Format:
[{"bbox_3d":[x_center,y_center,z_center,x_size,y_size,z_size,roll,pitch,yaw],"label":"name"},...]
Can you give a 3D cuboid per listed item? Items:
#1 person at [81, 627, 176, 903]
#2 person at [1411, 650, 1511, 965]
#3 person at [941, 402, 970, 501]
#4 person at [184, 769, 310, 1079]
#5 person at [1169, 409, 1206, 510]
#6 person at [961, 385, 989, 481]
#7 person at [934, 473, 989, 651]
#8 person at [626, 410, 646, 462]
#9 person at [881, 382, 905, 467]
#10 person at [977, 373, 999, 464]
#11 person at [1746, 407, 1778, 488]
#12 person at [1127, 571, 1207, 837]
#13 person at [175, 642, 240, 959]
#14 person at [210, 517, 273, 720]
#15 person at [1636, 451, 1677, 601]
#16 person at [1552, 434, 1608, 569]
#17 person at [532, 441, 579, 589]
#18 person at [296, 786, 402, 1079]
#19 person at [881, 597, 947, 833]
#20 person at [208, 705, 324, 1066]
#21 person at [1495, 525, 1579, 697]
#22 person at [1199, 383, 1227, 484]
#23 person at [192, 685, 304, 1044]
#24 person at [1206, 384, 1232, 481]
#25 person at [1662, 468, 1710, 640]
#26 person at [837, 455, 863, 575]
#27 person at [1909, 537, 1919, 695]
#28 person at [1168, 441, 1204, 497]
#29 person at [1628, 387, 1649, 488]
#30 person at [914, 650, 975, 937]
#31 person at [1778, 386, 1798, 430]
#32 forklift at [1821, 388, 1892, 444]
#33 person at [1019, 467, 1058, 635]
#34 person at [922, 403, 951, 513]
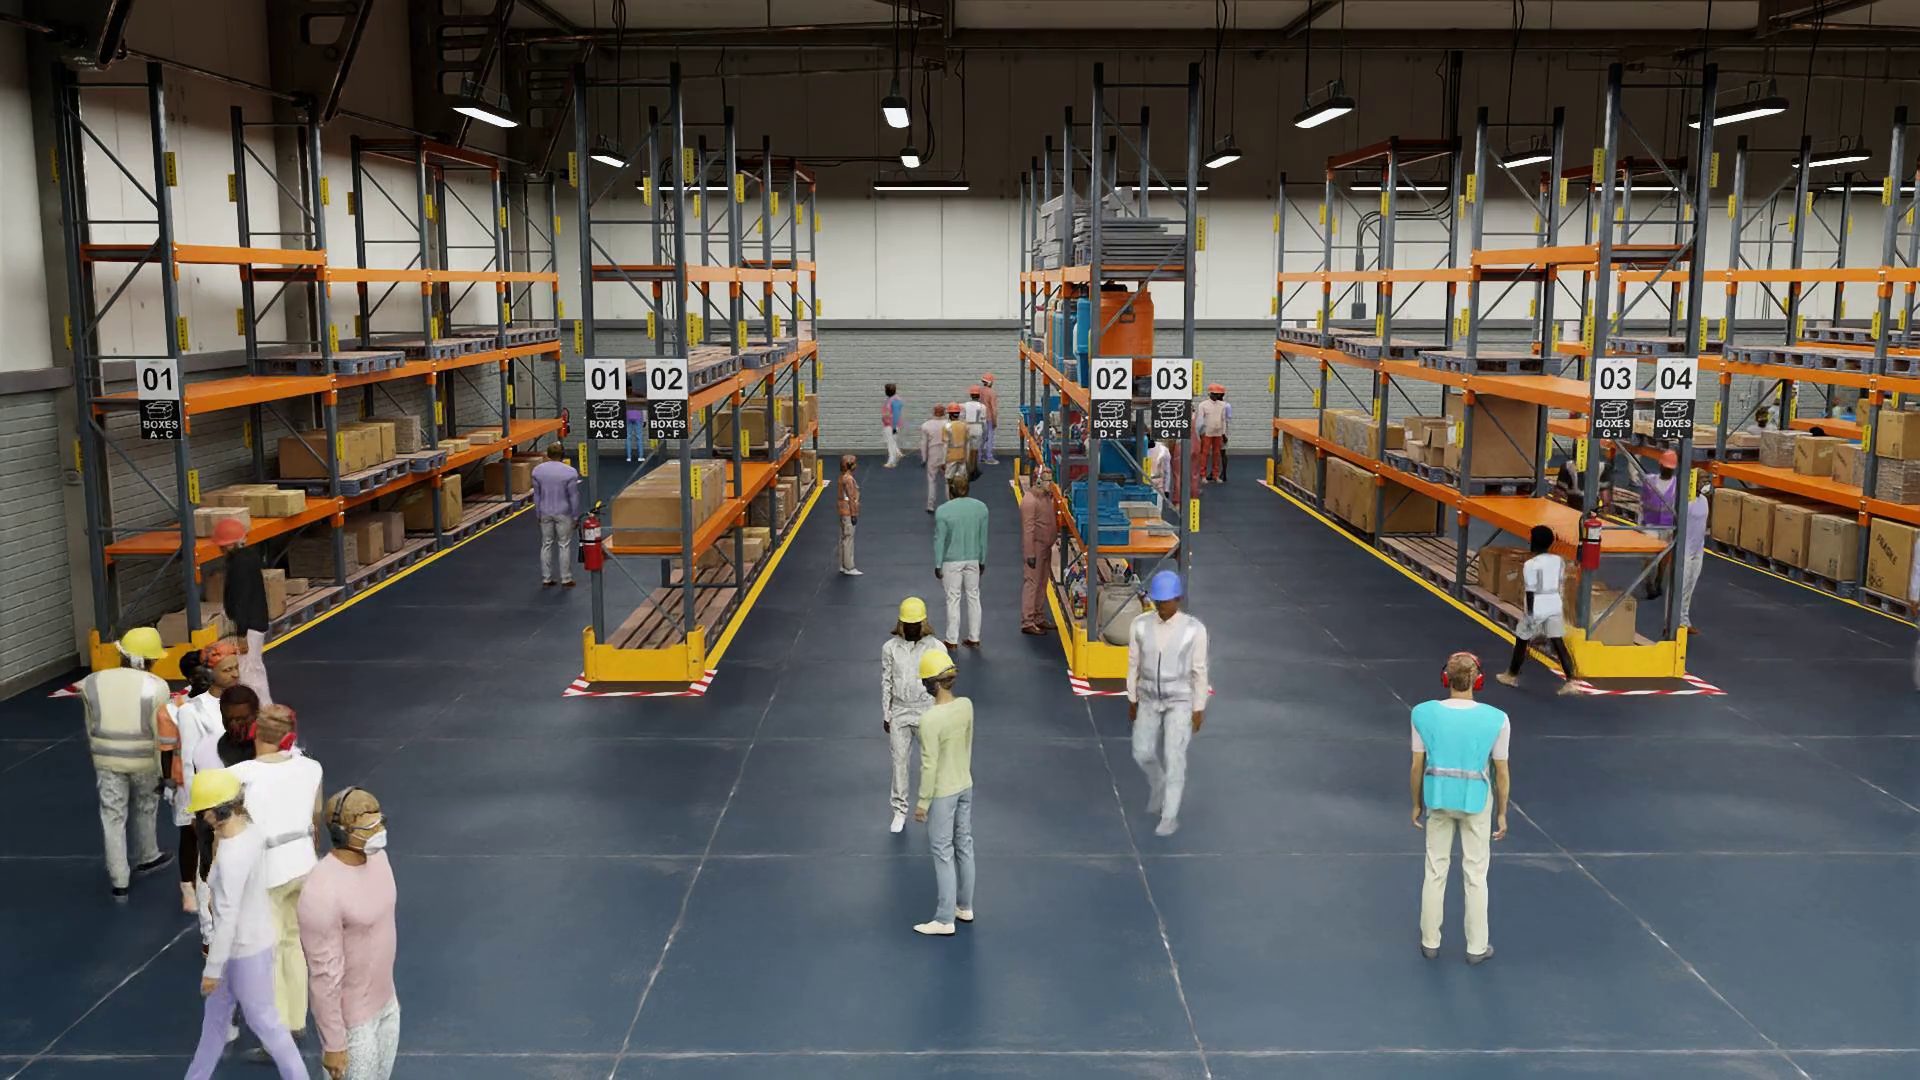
[{"bbox_3d":[-5.392,1.430,10.856,0.571,1.761,0.841,-2,9,-11],"label":"person"},{"bbox_3d":[2.902,1.563,9.703,0.566,1.849,0.390,4,10,24],"label":"person"},{"bbox_3d":[-0.095,-1.388,28.410,0.551,1.932,0.378,-5,10,-31],"label":"person"},{"bbox_3d":[-3.486,1.919,7.802,0.843,1.725,0.550,-3,9,-20],"label":"person"},{"bbox_3d":[3.912,-1.539,29.046,0.689,2.000,0.539,-3,9,-19],"label":"person"},{"bbox_3d":[0.347,-2.153,33.431,0.552,1.897,0.917,5,10,28],"label":"person"},{"bbox_3d":[0.013,0.239,17.956,0.626,1.934,0.373,-4,10,-25],"label":"person"},{"bbox_3d":[-7.232,-2.685,36.784,0.588,1.927,0.371,-1,9,-5],"label":"person"},{"bbox_3d":[-1.462,-2.465,35.650,0.446,1.831,0.635,-2,9,-16],"label":"person"},{"bbox_3d":[0.589,-2.646,36.314,0.395,1.994,0.613,-8,12,-43],"label":"person"},{"bbox_3d":[13.870,-1.405,28.868,0.521,1.834,0.682,2,9,14],"label":"person"},{"bbox_3d":[1.496,1.161,12.034,0.607,1.933,0.479,4,10,26],"label":"person"},{"bbox_3d":[-4.320,1.530,9.806,0.354,1.883,0.573,3,9,16],"label":"person"},{"bbox_3d":[-6.227,0.753,14.557,0.467,1.974,0.806,-2,9,-14],"label":"person"},{"bbox_3d":[8.774,-0.184,20.840,0.561,1.879,0.935,4,10,27],"label":"person"},{"bbox_3d":[8.135,-0.396,21.878,0.644,1.970,1.057,0,9,3],"label":"person"},{"bbox_3d":[-5.232,-0.319,21.574,0.623,1.932,0.371,1,9,8],"label":"person"},{"bbox_3d":[-2.488,1.956,6.885,0.355,1.938,0.637,0,9,2],"label":"person"},{"bbox_3d":[-0.331,1.263,11.999,0.484,1.736,0.322,1,9,8],"label":"person"},{"bbox_3d":[-3.503,1.763,8.546,0.413,1.808,0.618,5,10,28],"label":"person"},{"bbox_3d":[5.631,0.676,16.052,0.529,1.650,0.918,-4,10,-26],"label":"person"},{"bbox_3d":[4.980,-2.094,32.765,0.623,1.990,0.398,-3,9,-20],"label":"person"},{"bbox_3d":[-3.739,1.691,8.738,0.632,1.880,0.903,0,9,-1],"label":"person"},{"bbox_3d":[5.157,-2.135,33.206,0.354,1.939,0.544,-7,11,-38],"label":"person"},{"bbox_3d":[8.127,0.149,18.557,0.630,1.931,0.383,-8,12,-41],"label":"person"},{"bbox_3d":[-1.514,-0.341,22.621,0.308,1.641,0.514,-3,9,-17],"label":"person"},{"bbox_3d":[9.385,0.578,15.794,0.624,1.932,0.443,3,9,19],"label":"person"},{"bbox_3d":[4.106,-1.688,30.848,0.612,1.787,1.024,-6,11,-33],"label":"person"},{"bbox_3d":[13.173,-1.995,32.275,0.388,1.948,0.605,6,10,32],"label":"person"},{"bbox_3d":[-0.109,1.537,10.169,0.333,1.759,0.523,6,10,32],"label":"person"},{"bbox_3d":[17.051,-2.253,34.266,0.506,1.846,0.345,-4,10,-25],"label":"person"},{"bbox_3d":[20.072,-3.110,36.462,1.873,2.768,1.129,0,9,0],"label":"forklift"},{"bbox_3d":[0.910,0.118,18.863,0.402,1.900,0.643,4,10,23],"label":"person"},{"bbox_3d":[-0.336,-1.410,28.647,0.651,1.906,0.403,0,9,-3],"label":"person"}]
